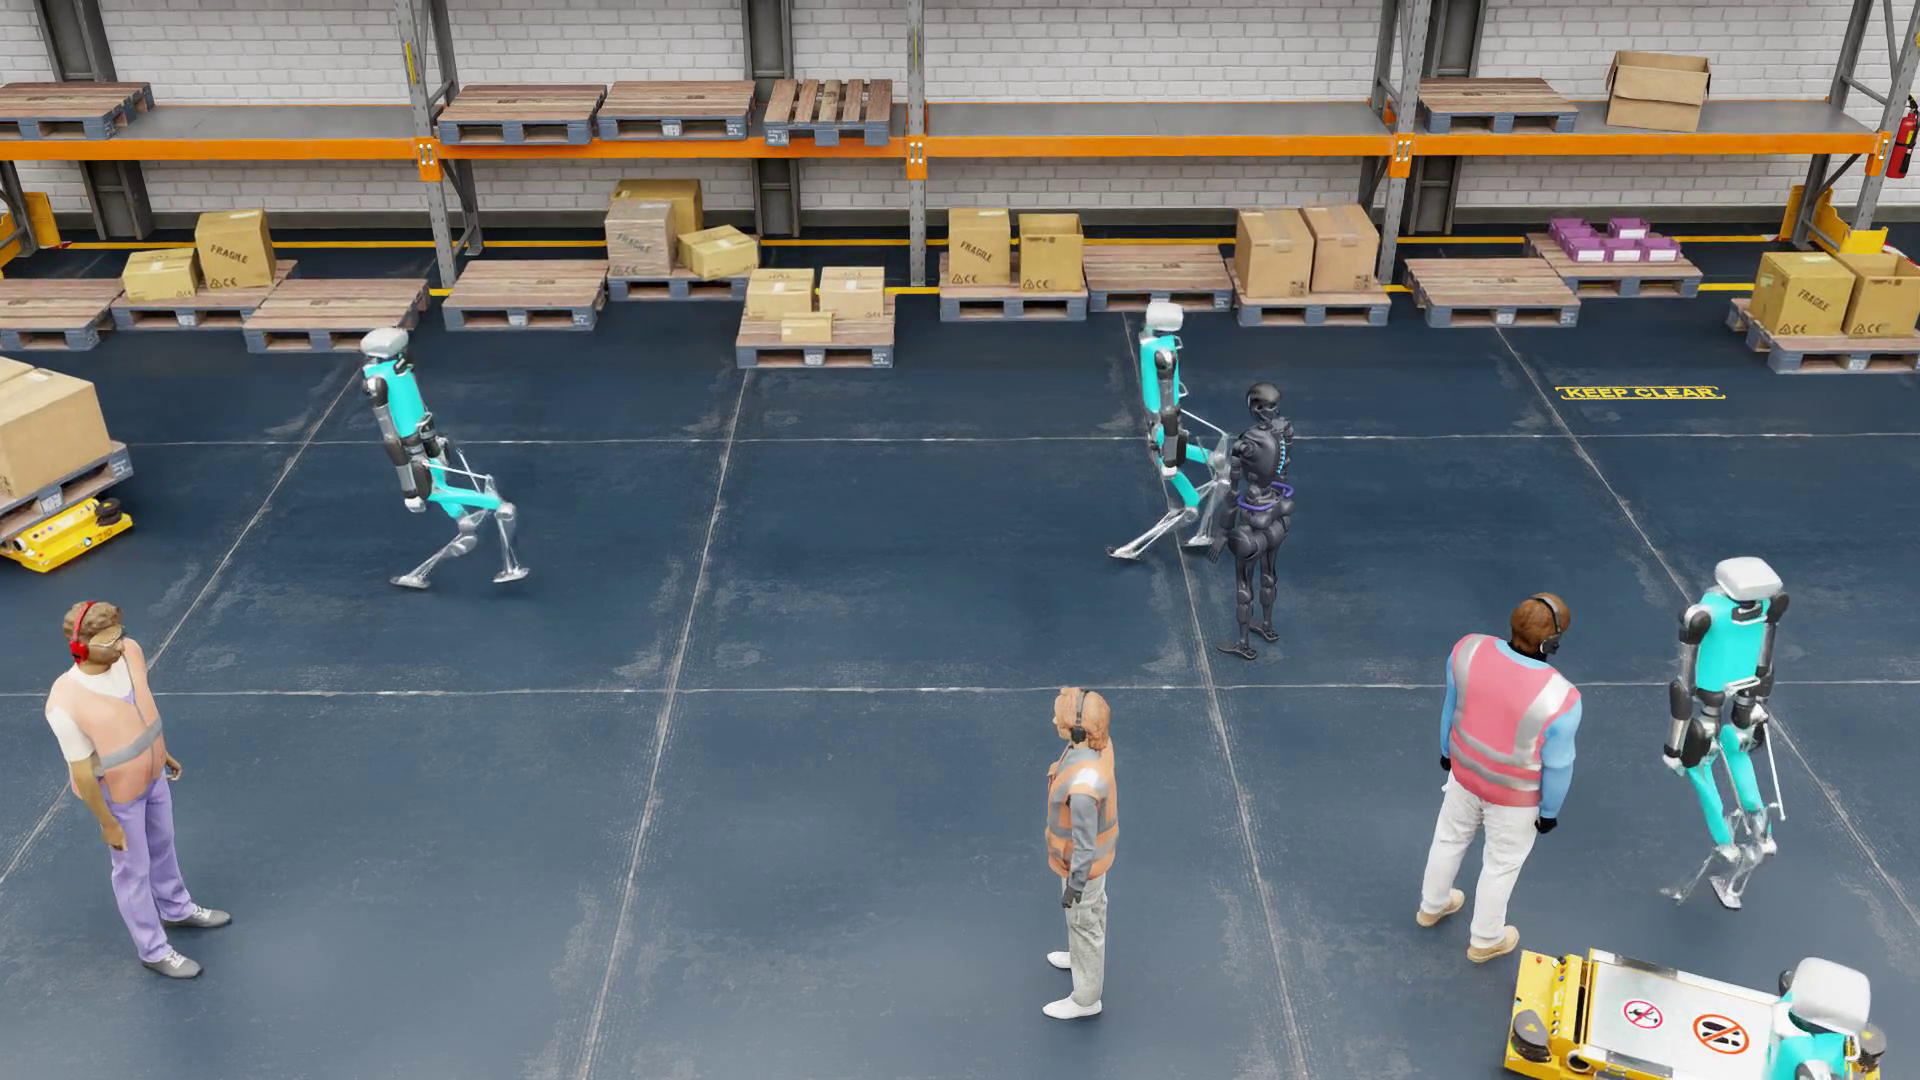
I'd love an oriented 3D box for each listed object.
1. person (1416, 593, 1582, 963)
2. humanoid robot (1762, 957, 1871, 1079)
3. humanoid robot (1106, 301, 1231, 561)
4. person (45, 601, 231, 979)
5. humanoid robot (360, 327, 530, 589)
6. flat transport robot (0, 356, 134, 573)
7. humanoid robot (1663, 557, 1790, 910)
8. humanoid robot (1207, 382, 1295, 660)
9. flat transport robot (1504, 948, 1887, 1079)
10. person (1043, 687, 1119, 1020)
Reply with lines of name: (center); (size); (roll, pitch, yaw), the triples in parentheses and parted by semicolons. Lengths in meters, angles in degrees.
person: (2.344, 1.021, 7.200); (0.431, 1.835, 0.628); (-23, 38, -33)
humanoid robot: (2.871, 2.137, 5.451); (0.731, 1.804, 0.535); (9, 32, 14)
humanoid robot: (1.387, -0.619, 10.006); (0.993, 1.719, 0.531); (-3, 31, -5)
person: (-3.563, 1.053, 7.132); (0.394, 1.840, 0.563); (3, 31, 4)
humanoid robot: (-2.909, -0.387, 9.714); (1.066, 1.771, 0.530); (2, 31, 3)
flat transport robot: (-6.109, -0.176, 10.704); (1.431, 0.231, 0.659); (15, 34, 23)
humanoid robot: (3.460, 0.991, 7.376); (0.537, 1.823, 0.753); (-11, 33, -17)
humanoid robot: (1.636, -0.113, 9.222); (0.599, 1.653, 0.315); (-27, 40, -37)
flat transport robot: (3.044, 2.109, 6.900); (1.431, 0.231, 0.659); (12, 33, 19)
person: (0.500, 1.302, 6.910); (0.310, 1.638, 0.520); (4, 31, 7)
